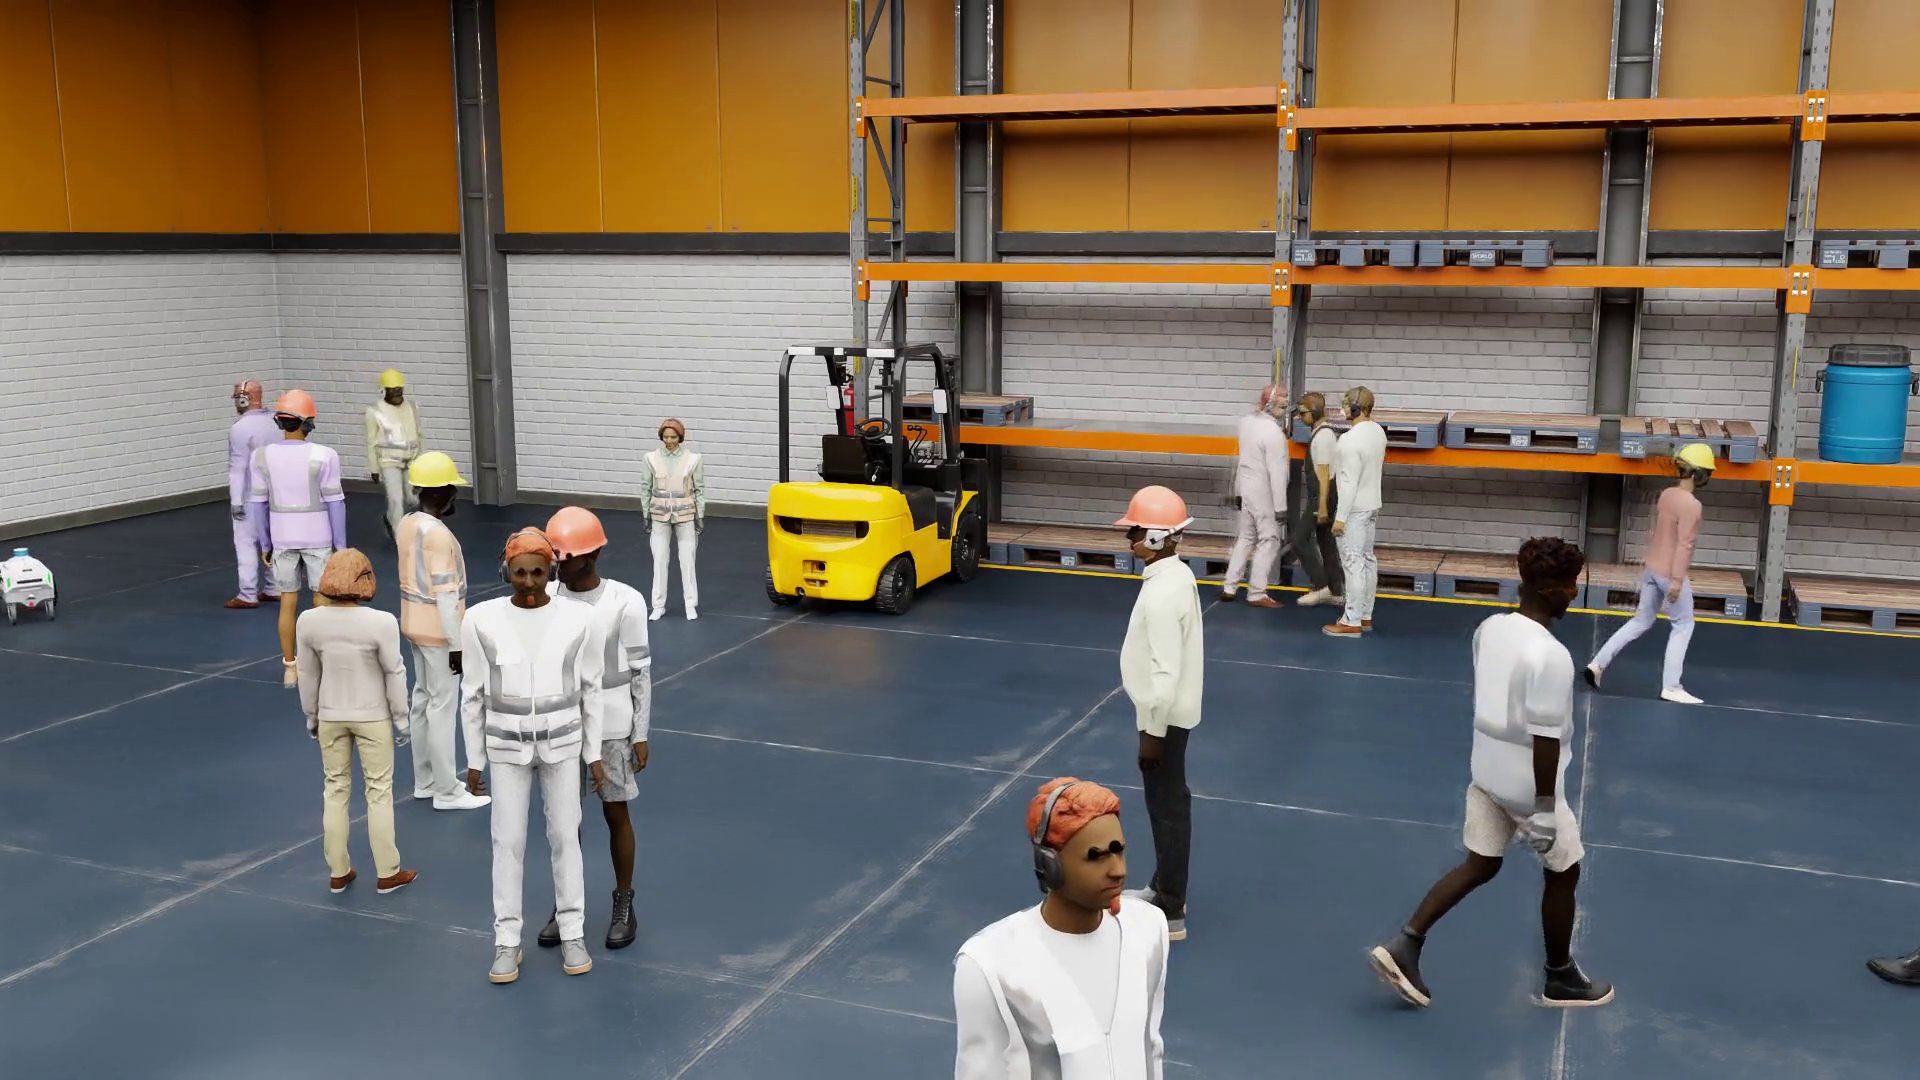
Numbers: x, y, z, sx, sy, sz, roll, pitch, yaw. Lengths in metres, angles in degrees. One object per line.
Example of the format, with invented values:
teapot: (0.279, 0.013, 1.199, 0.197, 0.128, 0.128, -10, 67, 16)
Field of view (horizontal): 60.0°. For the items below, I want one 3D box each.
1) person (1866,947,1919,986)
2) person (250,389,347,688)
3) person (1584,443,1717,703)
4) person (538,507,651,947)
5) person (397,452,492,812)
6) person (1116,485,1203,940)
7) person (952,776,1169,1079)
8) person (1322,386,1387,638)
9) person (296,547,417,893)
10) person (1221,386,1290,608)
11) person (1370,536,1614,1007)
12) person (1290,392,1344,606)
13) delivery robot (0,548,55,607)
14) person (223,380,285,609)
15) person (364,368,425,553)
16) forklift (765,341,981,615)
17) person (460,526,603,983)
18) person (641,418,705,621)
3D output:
person: (4.295, 0.922, 6.675, 0.968, 1.882, 0.566, 3, 11, 14)
person: (-4.468, -0.001, 11.321, 0.609, 2.043, 0.376, 0, 10, -1)
person: (4.574, 0.221, 10.991, 0.744, 1.734, 0.554, 0, 10, 2)
person: (-1.604, 0.807, 7.129, 0.551, 1.930, 0.371, 1, 10, 5)
person: (-2.796, 0.487, 8.919, 0.370, 1.929, 0.585, -8, 13, -37)
person: (0.861, 0.752, 7.257, 0.390, 1.995, 0.613, 2, 10, 13)
person: (0.245, 1.446, 3.703, 0.576, 1.885, 0.355, -7, 13, -36)
person: (3.048, -0.218, 12.821, 0.372, 1.940, 0.631, 7, 12, 34)
person: (-2.812, 0.844, 7.751, 0.508, 1.632, 0.271, 1, 10, 5)
person: (2.485, -0.357, 13.828, 0.456, 1.868, 0.800, -3, 11, -15)
person: (2.125, 0.922, 6.515, 0.939, 1.925, 0.608, -2, 10, -12)
person: (2.976, -0.320, 13.748, 0.521, 1.807, 0.653, 2, 10, 11)
delivery robot: (-7.573, 0.311, 13.447, 0.477, 0.478, 0.707, -8, 12, -36)
person: (-5.876, -0.384, 13.859, 0.433, 1.904, 0.656, 3, 10, 14)
person: (-5.537, -0.776, 16.259, 0.641, 1.819, 0.598, 8, 13, 38)
forklift: (-0.739, -0.602, 14.246, 1.214, 2.155, 2.313, 4, 11, 21)
person: (-1.752, 0.878, 6.861, 0.574, 1.886, 0.356, -3, 11, -15)
person: (-2.301, -0.166, 13.362, 0.512, 1.640, 0.309, -1, 10, -3)
